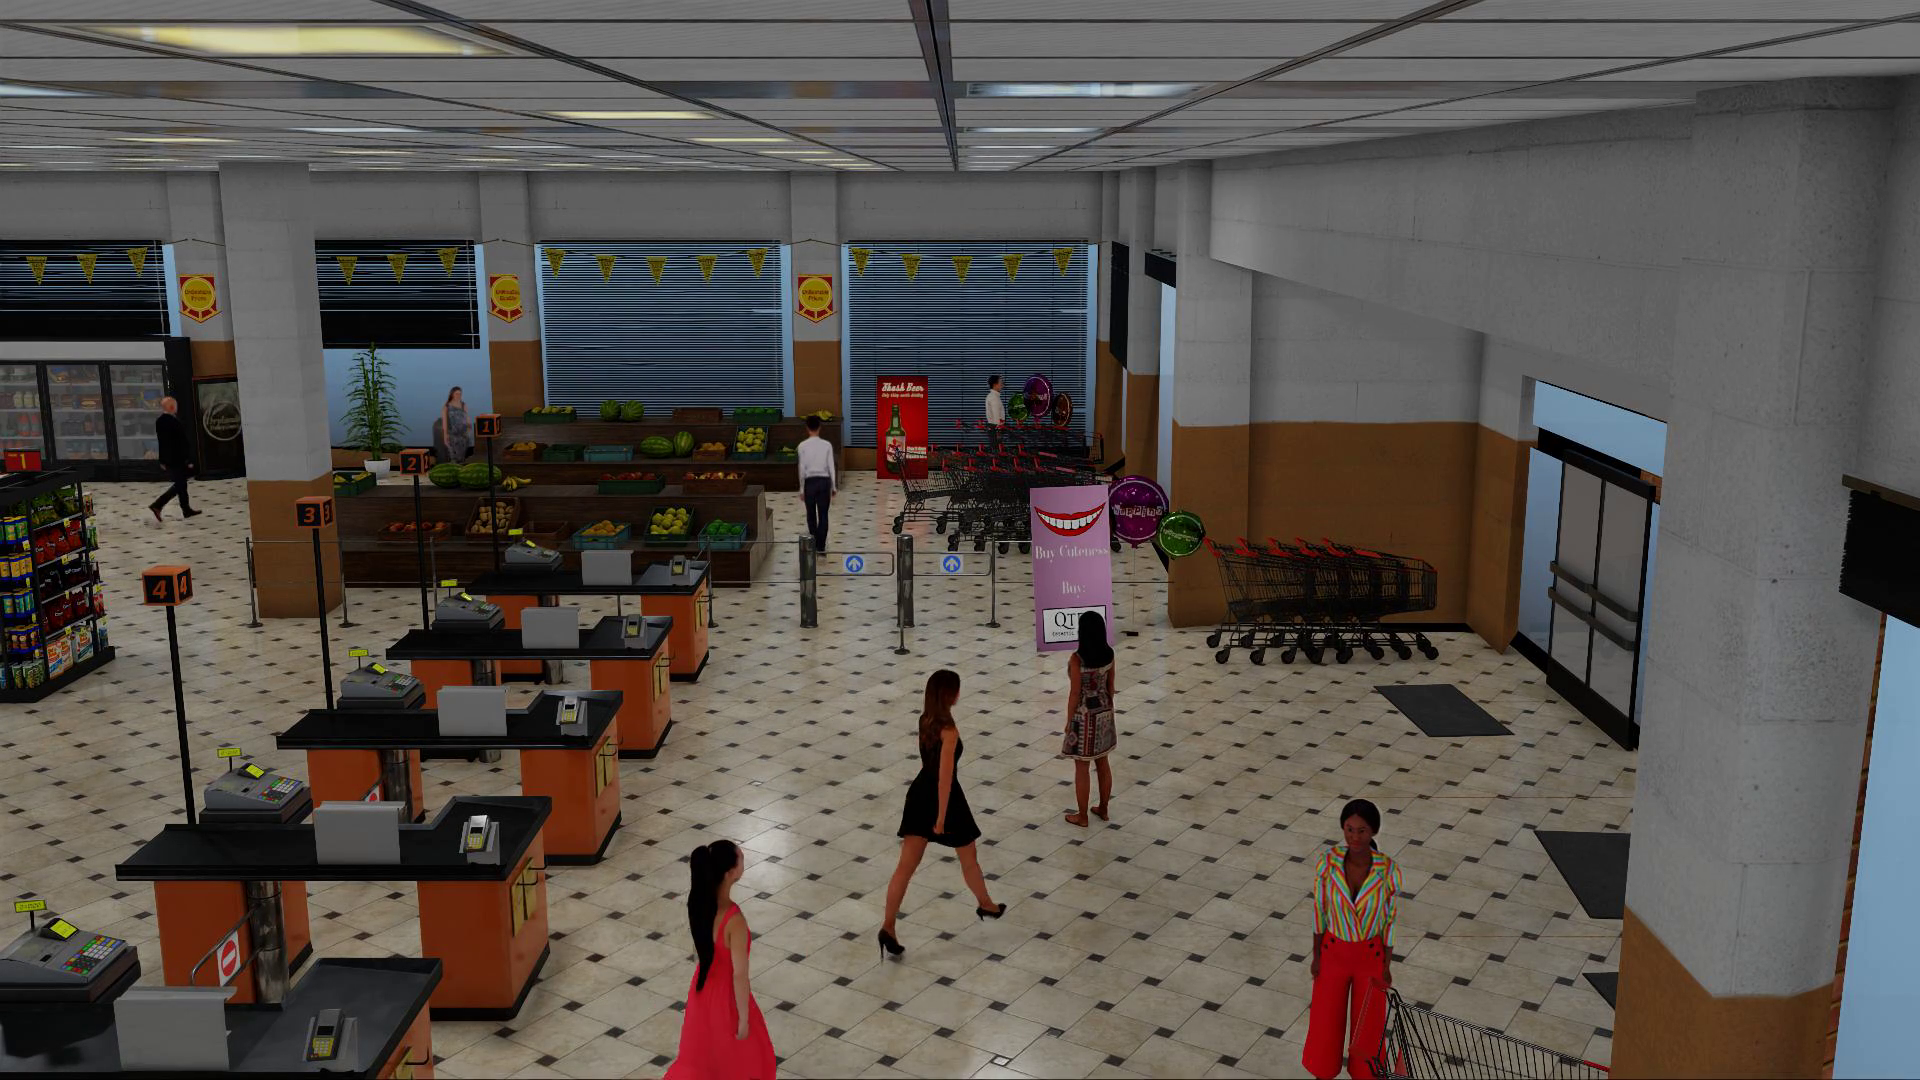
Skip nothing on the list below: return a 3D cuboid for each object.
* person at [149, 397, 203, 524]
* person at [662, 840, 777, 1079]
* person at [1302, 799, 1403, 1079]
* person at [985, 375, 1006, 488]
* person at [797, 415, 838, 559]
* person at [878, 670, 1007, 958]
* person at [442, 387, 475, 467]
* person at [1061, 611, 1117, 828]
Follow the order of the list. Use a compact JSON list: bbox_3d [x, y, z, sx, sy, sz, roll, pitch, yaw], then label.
[{"bbox_3d":[-11.315,-1.134,23.841,1.152,1.779,1.118,8,14,32],"label":"person"},{"bbox_3d":[-1.206,2.263,7.894,1.003,1.703,1.020,10,15,39],"label":"person"},{"bbox_3d":[1.947,2.138,8.266,0.550,1.793,0.704,3,12,14],"label":"person"},{"bbox_3d":[0.551,-1.746,26.669,0.596,1.811,0.681,-1,12,-7],"label":"person"},{"bbox_3d":[-1.839,-0.639,21.403,1.242,1.815,0.815,-1,12,-5],"label":"person"},{"bbox_3d":[-0.240,1.731,10.251,1.225,1.773,1.062,-9,15,-37],"label":"person"},{"bbox_3d":[-7.949,-1.580,26.209,0.902,1.676,0.922,-9,15,-36],"label":"person"},{"bbox_3d":[0.978,1.327,12.477,0.679,1.645,0.783,-9,15,-35],"label":"person"}]
